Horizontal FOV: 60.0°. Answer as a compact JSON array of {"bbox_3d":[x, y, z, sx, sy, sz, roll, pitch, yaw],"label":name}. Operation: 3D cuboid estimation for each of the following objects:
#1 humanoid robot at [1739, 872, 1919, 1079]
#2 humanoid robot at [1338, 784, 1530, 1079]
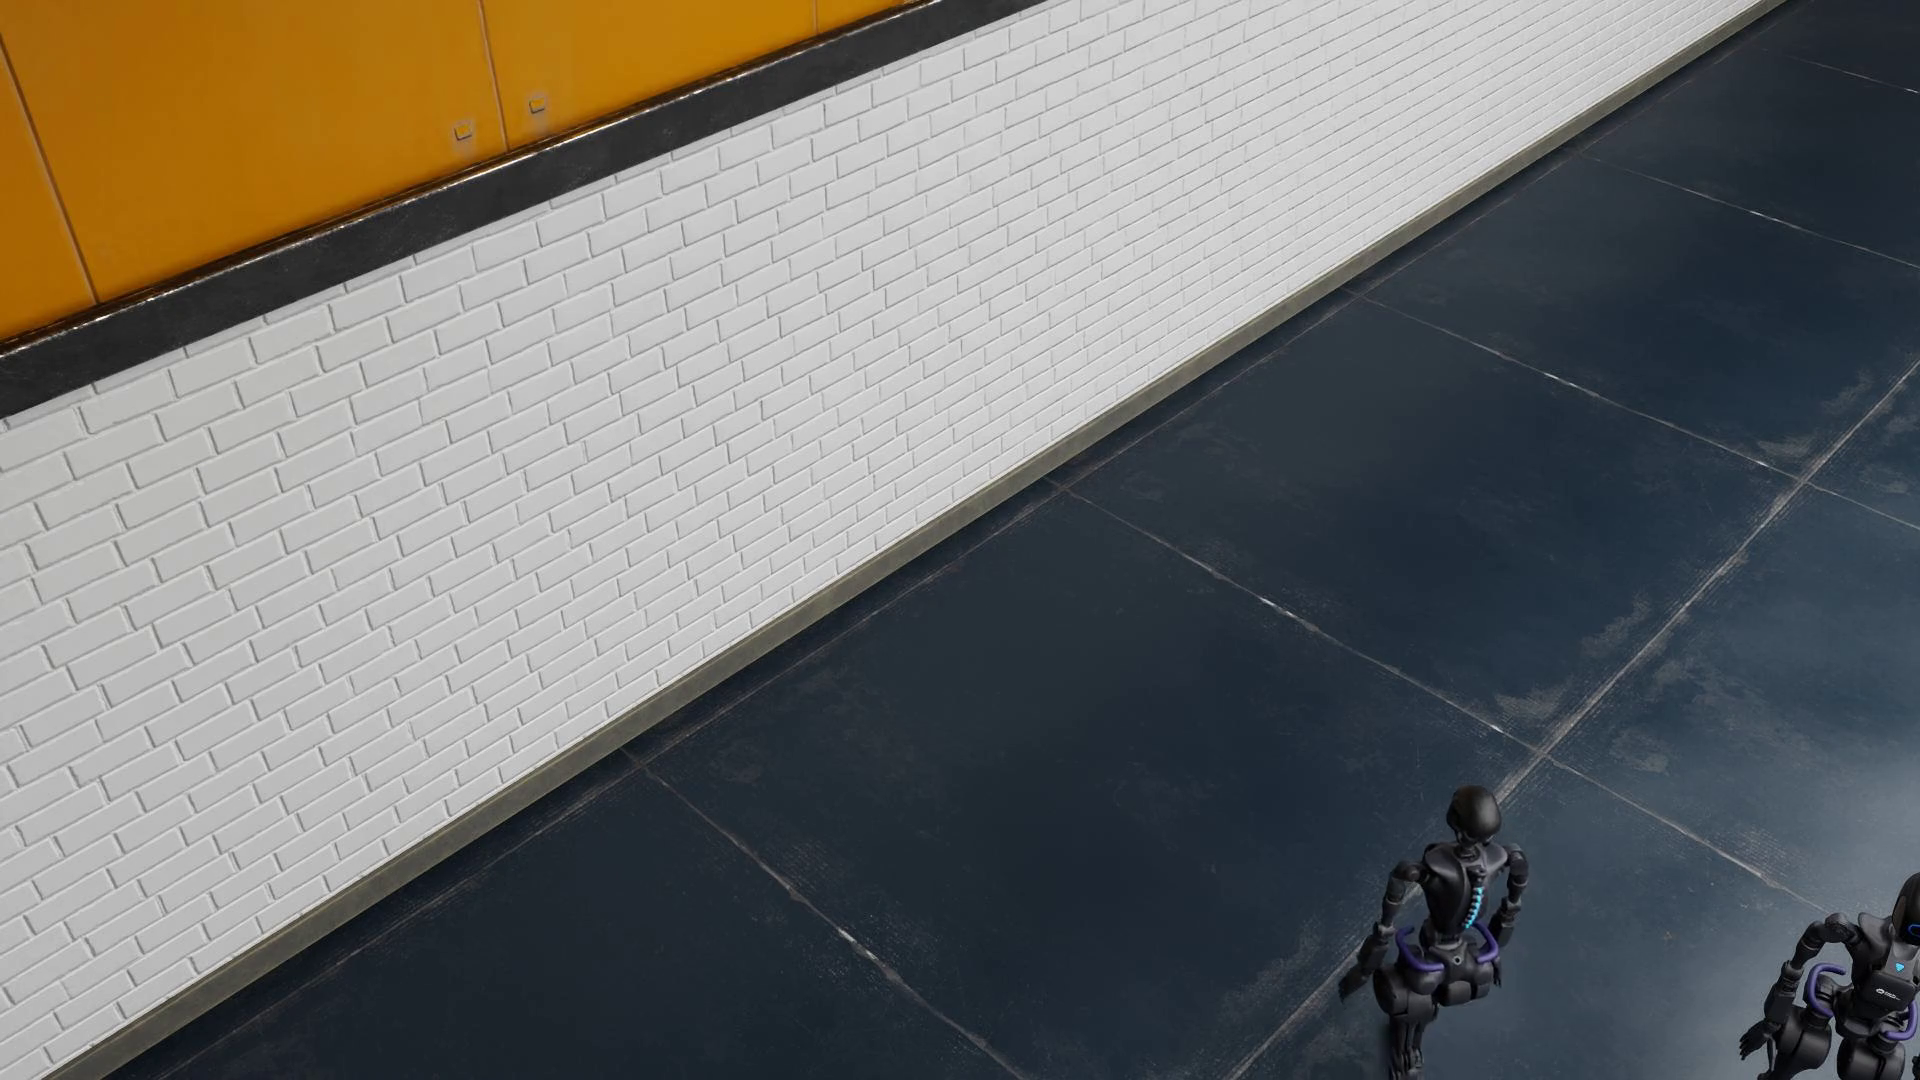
[{"bbox_3d":[3.020,1.701,5.654,0.599,1.657,0.315,17,42,20],"label":"humanoid robot"},{"bbox_3d":[1.669,1.482,5.951,0.611,1.641,0.550,-8,39,-10],"label":"humanoid robot"}]
